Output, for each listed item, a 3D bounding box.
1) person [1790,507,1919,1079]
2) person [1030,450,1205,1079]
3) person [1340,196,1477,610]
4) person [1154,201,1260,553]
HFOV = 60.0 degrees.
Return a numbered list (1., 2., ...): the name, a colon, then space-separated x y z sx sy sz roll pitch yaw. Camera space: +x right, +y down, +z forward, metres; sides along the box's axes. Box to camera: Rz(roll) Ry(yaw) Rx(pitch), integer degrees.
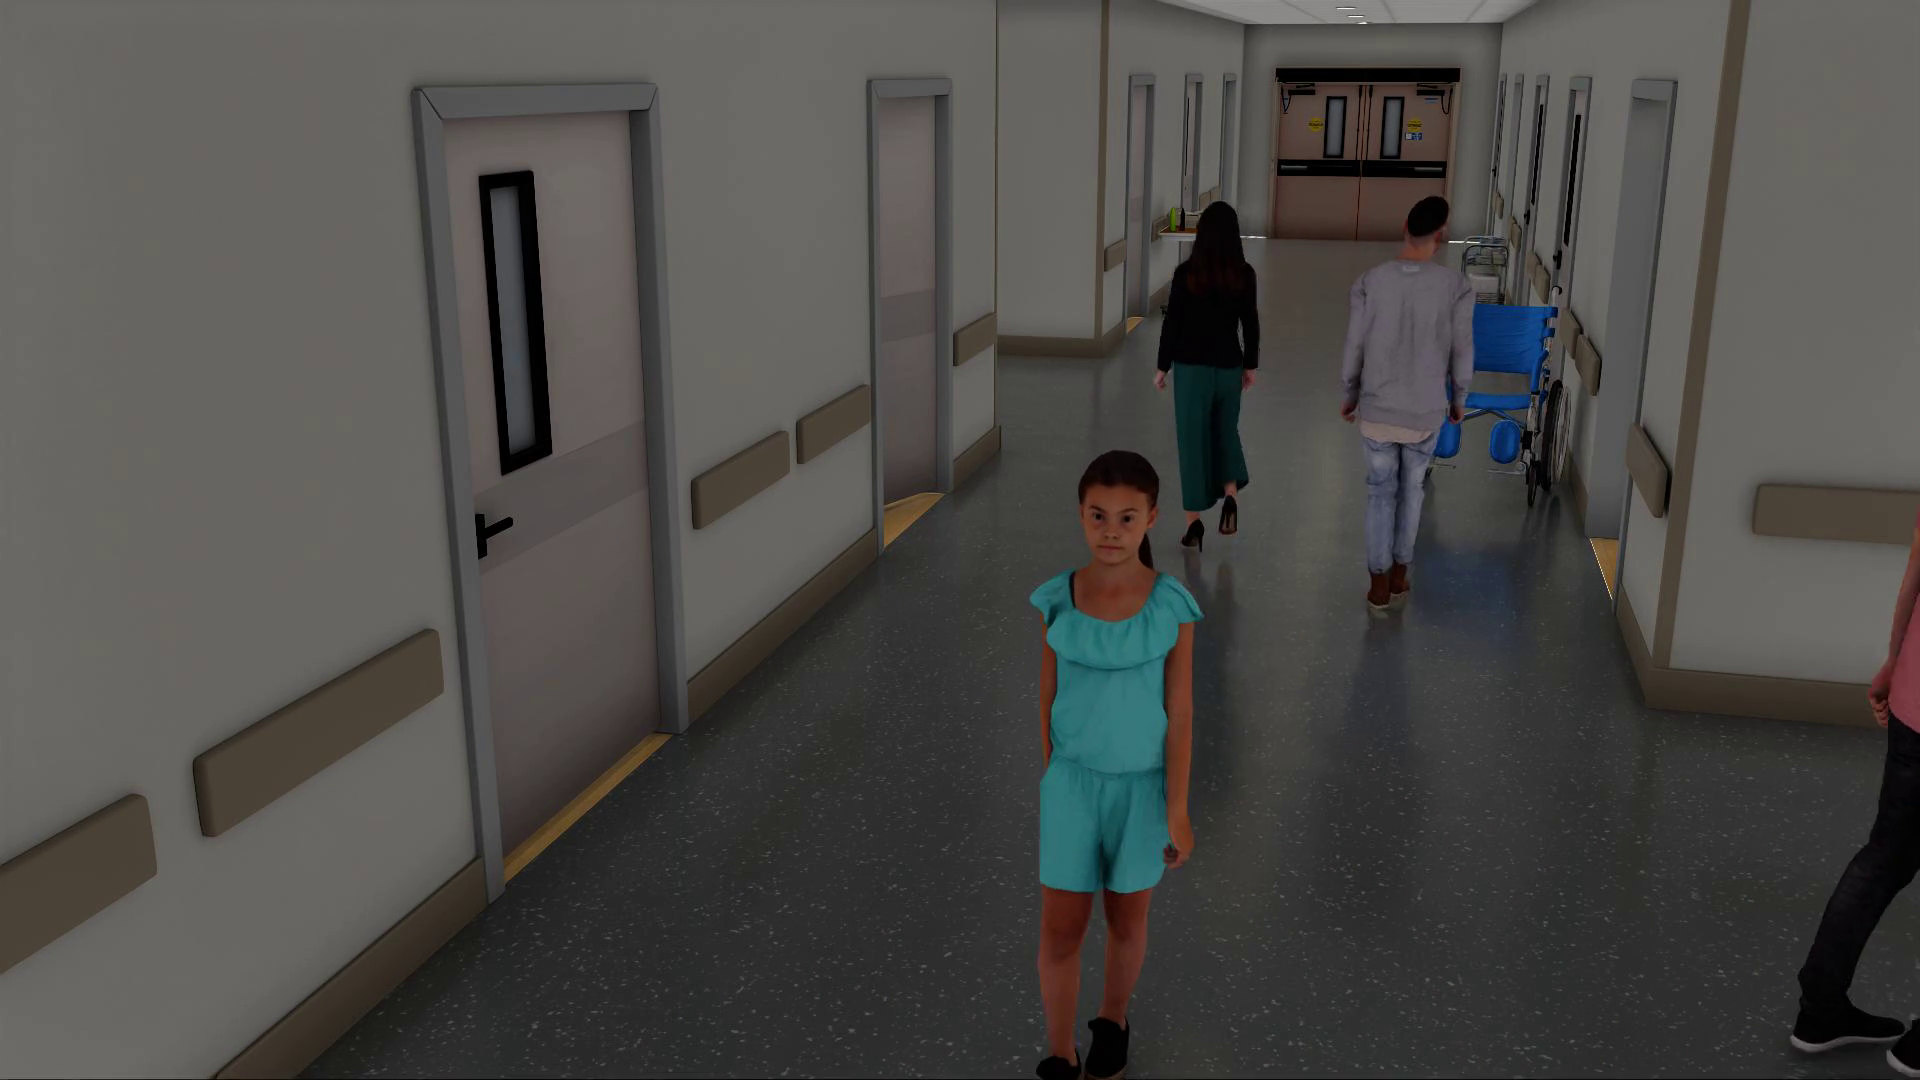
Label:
1. person: 2.231 0.391 3.678 0.879 1.935 0.833 -6 17 -21
2. person: 0.367 0.544 3.855 0.559 1.544 0.701 4 16 12
3. person: 1.979 -0.596 7.386 0.702 1.822 0.661 2 16 6
4. person: 1.246 -0.768 8.172 0.773 1.726 0.835 -3 16 -10
